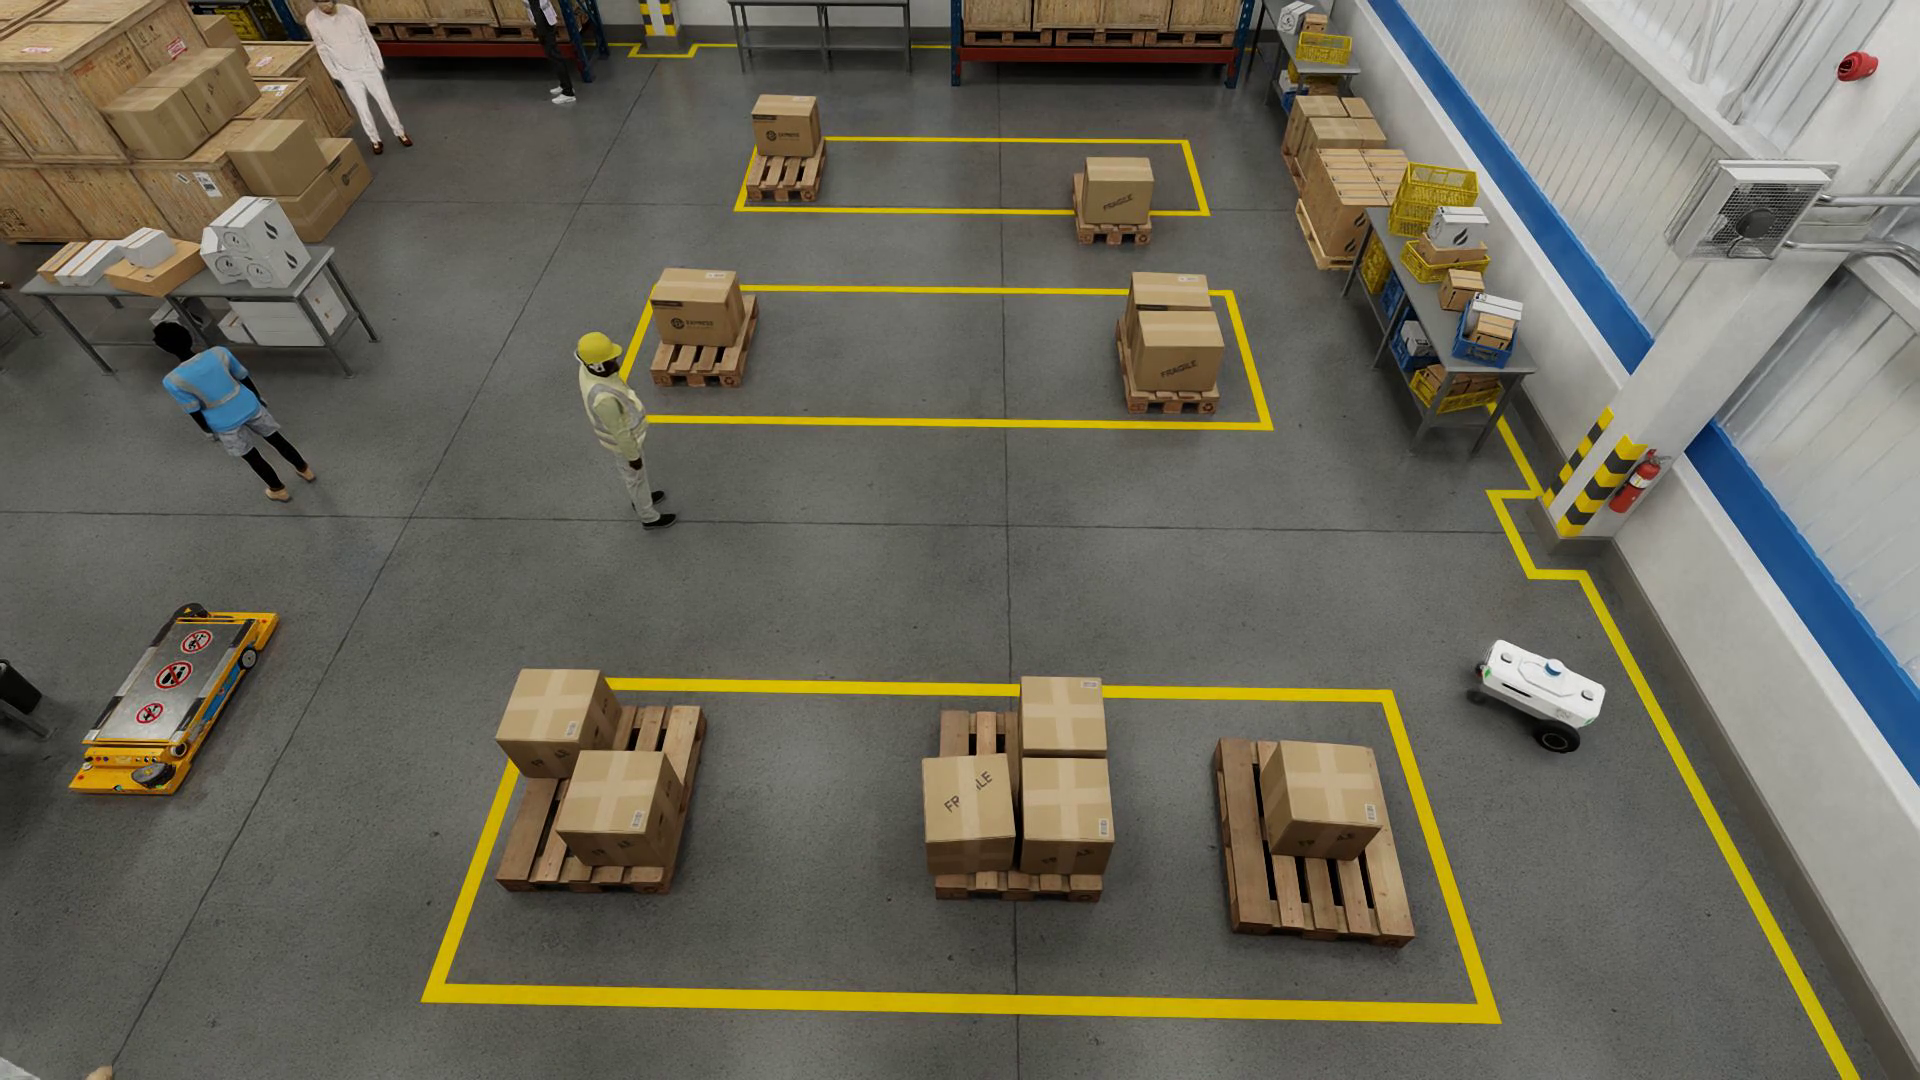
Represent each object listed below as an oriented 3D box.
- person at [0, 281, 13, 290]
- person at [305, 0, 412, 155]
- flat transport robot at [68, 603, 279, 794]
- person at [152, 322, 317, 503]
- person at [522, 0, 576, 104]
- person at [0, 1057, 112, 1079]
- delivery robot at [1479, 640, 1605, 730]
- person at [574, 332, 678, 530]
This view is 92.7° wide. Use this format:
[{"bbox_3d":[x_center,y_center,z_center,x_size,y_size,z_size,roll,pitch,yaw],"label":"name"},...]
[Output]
[{"bbox_3d":[-10.439,-3.313,9.138,0.646,1.834,0.554,-4,50,-3],"label":"person"},{"bbox_3d":[-7.302,-5.697,11.110,0.636,1.902,0.406,-26,54,-20],"label":"person"},{"bbox_3d":[-5.504,1.072,6.442,0.652,0.197,1.431,1,50,1],"label":"flat transport robot"},{"bbox_3d":[-5.756,-0.995,7.263,0.316,1.695,0.542,20,53,16],"label":"person"},{"bbox_3d":[-5.481,-6.785,12.028,0.397,1.911,0.579,-14,51,-11],"label":"person"},{"bbox_3d":[-4.989,2.464,4.272,0.753,1.812,0.432,-20,53,-16],"label":"person"},{"bbox_3d":[3.962,0.986,6.270,0.707,0.478,0.477,28,55,22],"label":"delivery robot"},{"bbox_3d":[-2.573,-0.826,7.032,0.403,1.831,0.596,-22,53,-17],"label":"person"}]
